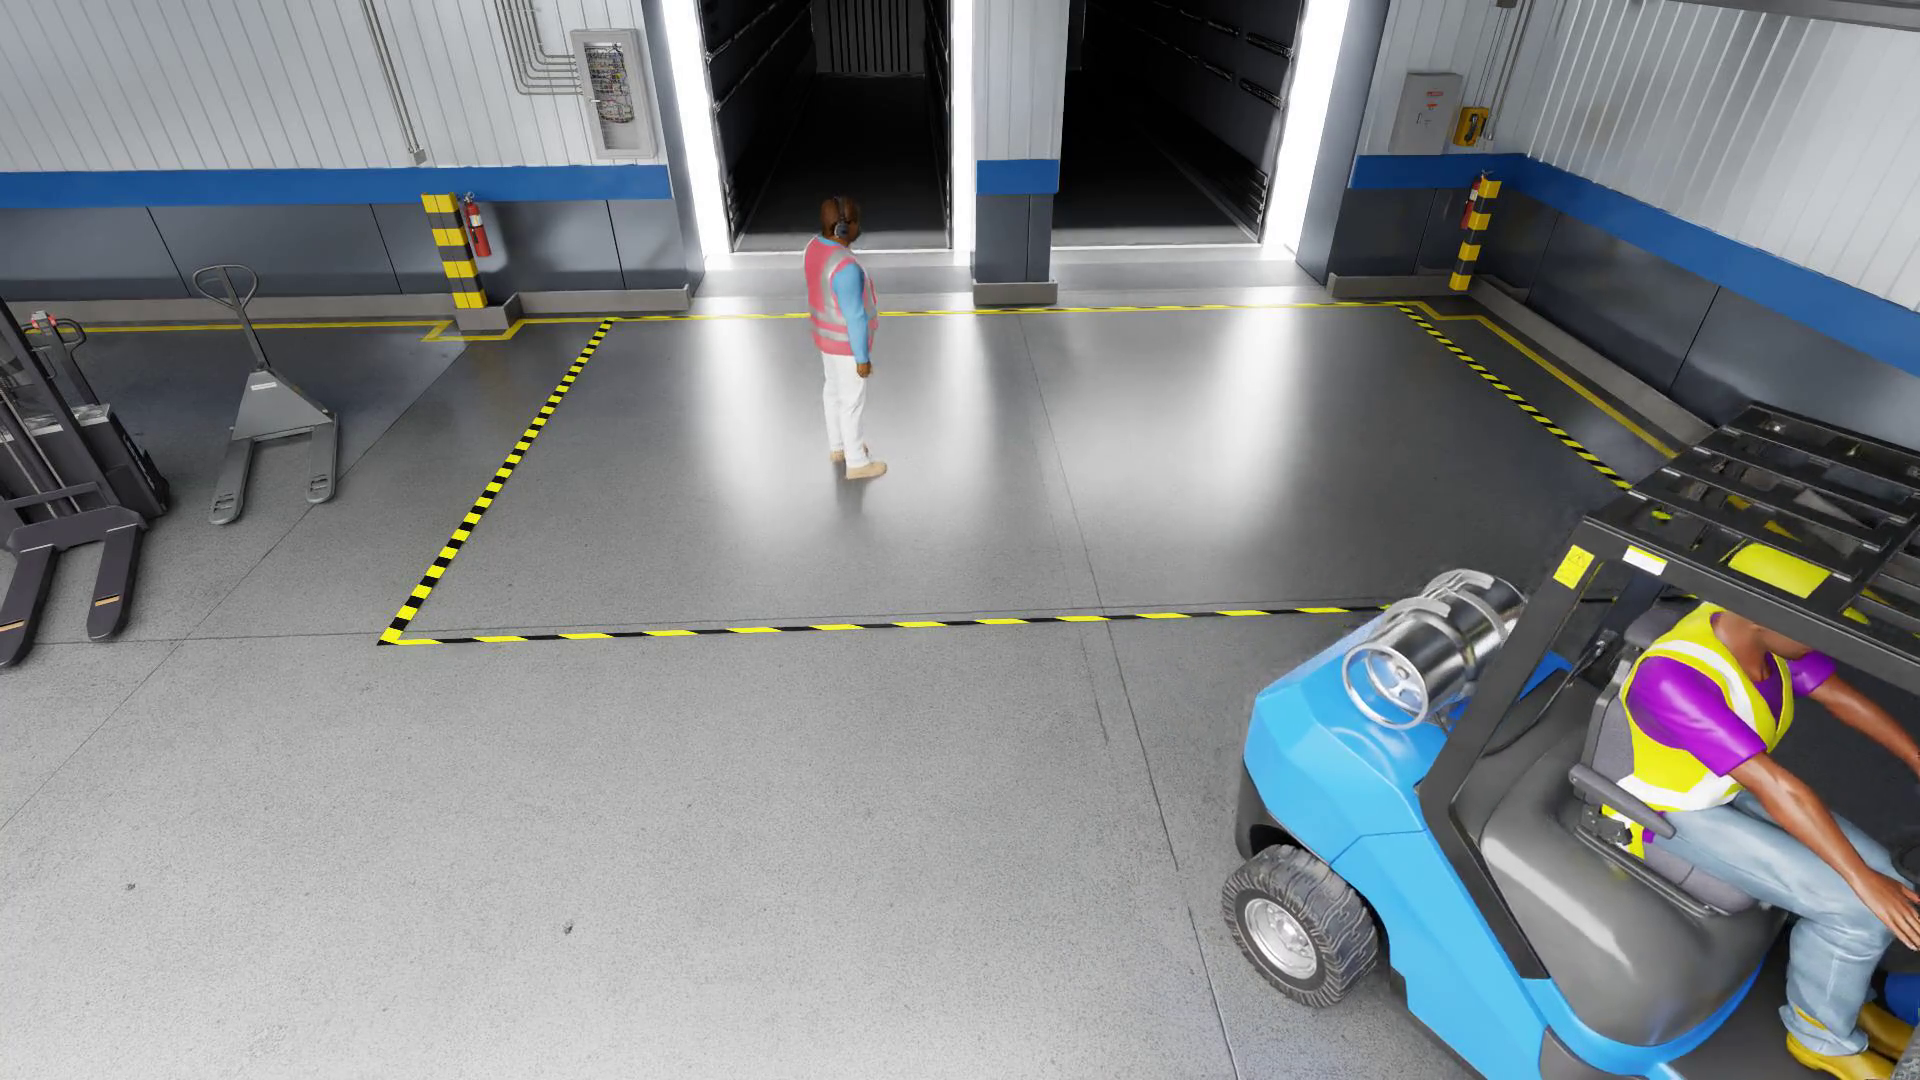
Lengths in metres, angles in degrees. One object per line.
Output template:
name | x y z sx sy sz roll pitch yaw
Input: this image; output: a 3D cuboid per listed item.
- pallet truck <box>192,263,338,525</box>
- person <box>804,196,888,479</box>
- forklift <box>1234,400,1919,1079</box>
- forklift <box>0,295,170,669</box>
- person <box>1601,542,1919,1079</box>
pallet truck | -4.778 -1.027 6.128 0.680 1.201 1.601 -17 38 -23
person | -0.735 -1.286 5.974 0.429 1.841 0.632 -18 39 -24
forklift | 2.167 0.842 2.469 1.157 2.036 2.680 -22 41 -29
forklift | -5.212 -0.618 4.878 0.823 1.965 1.885 -20 39 -26
person | 2.196 0.719 2.319 0.635 1.294 1.004 -22 41 -29
